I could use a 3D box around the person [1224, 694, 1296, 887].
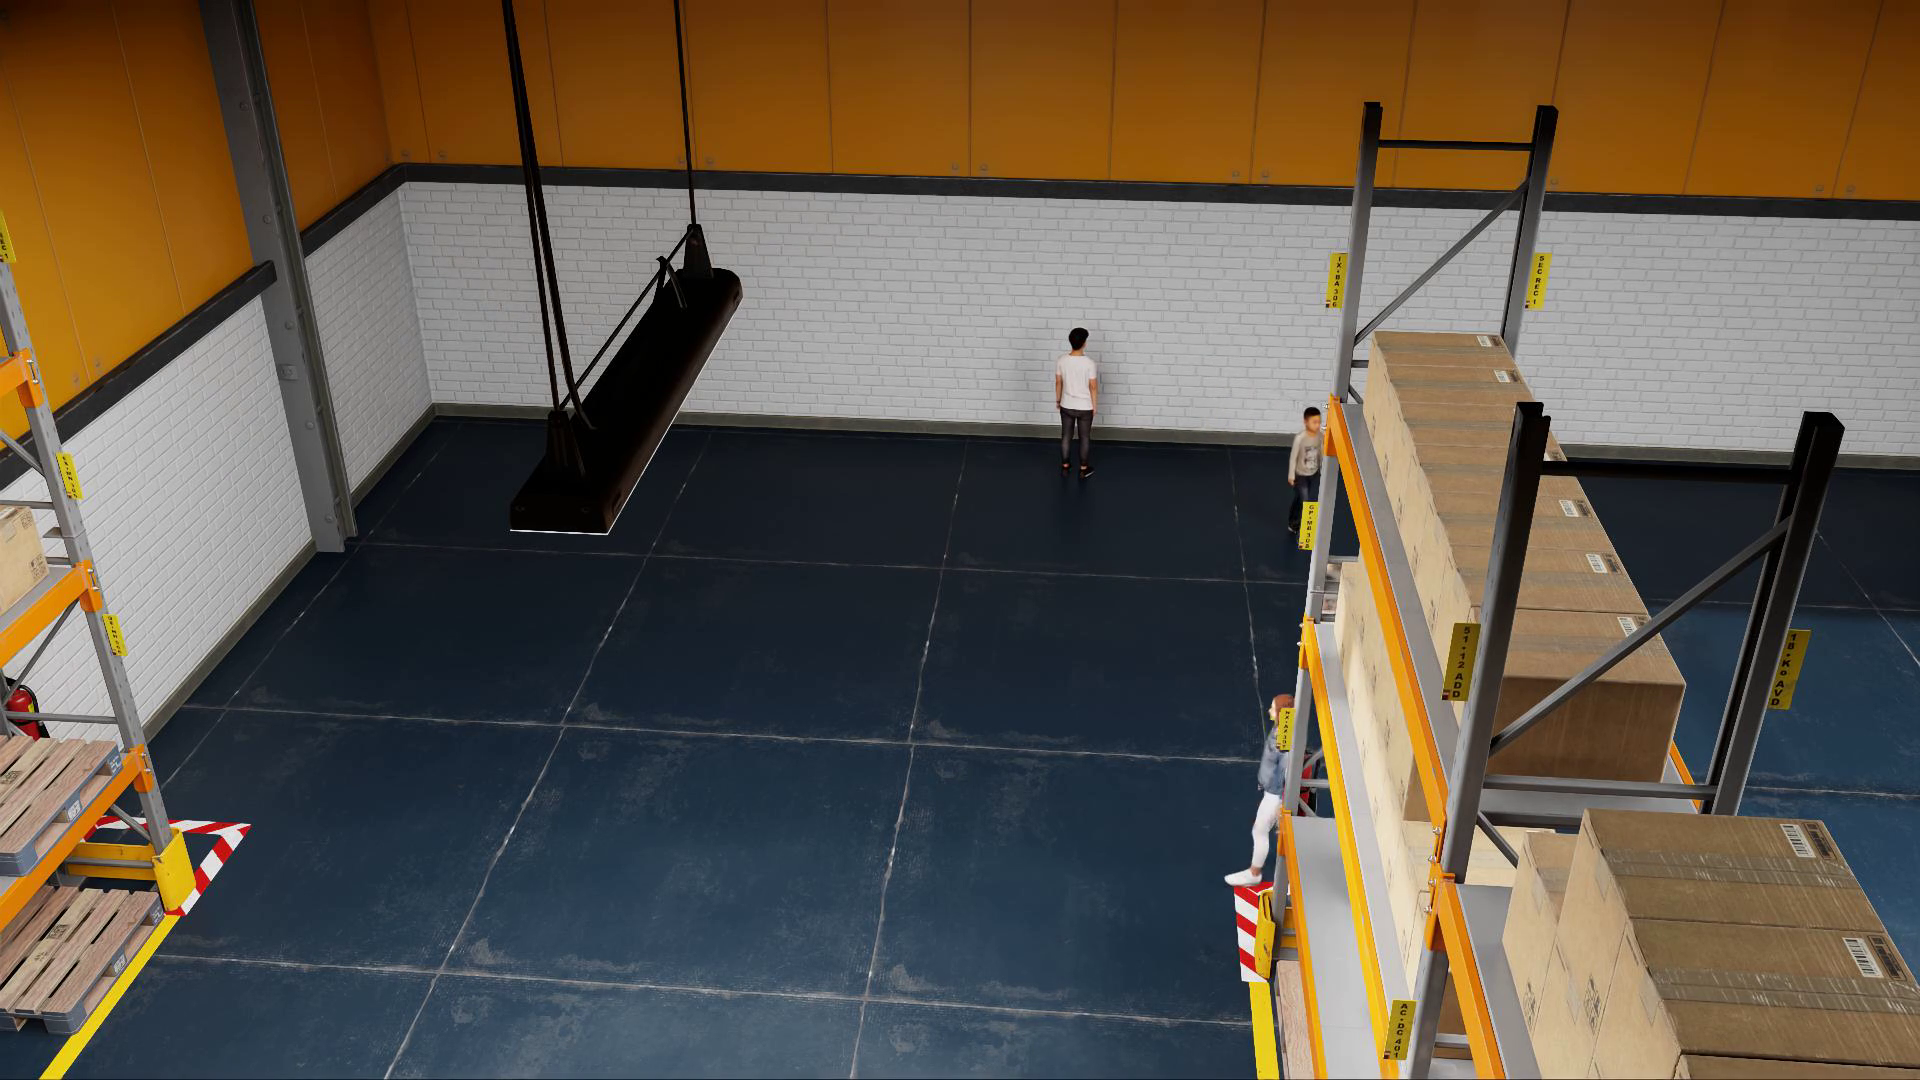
[{"bbox_3d":[2.392,1.820,12.057,0.672,1.680,0.953,2,29,4],"label":"person"}]

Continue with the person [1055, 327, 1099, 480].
[{"bbox_3d":[1.263,-1.497,18.094,0.685,1.722,0.637,11,31,20],"label":"person"}]

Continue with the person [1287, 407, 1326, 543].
[{"bbox_3d":[3.461,-0.705,16.926,0.750,1.450,0.822,-19,34,-30],"label":"person"}]
